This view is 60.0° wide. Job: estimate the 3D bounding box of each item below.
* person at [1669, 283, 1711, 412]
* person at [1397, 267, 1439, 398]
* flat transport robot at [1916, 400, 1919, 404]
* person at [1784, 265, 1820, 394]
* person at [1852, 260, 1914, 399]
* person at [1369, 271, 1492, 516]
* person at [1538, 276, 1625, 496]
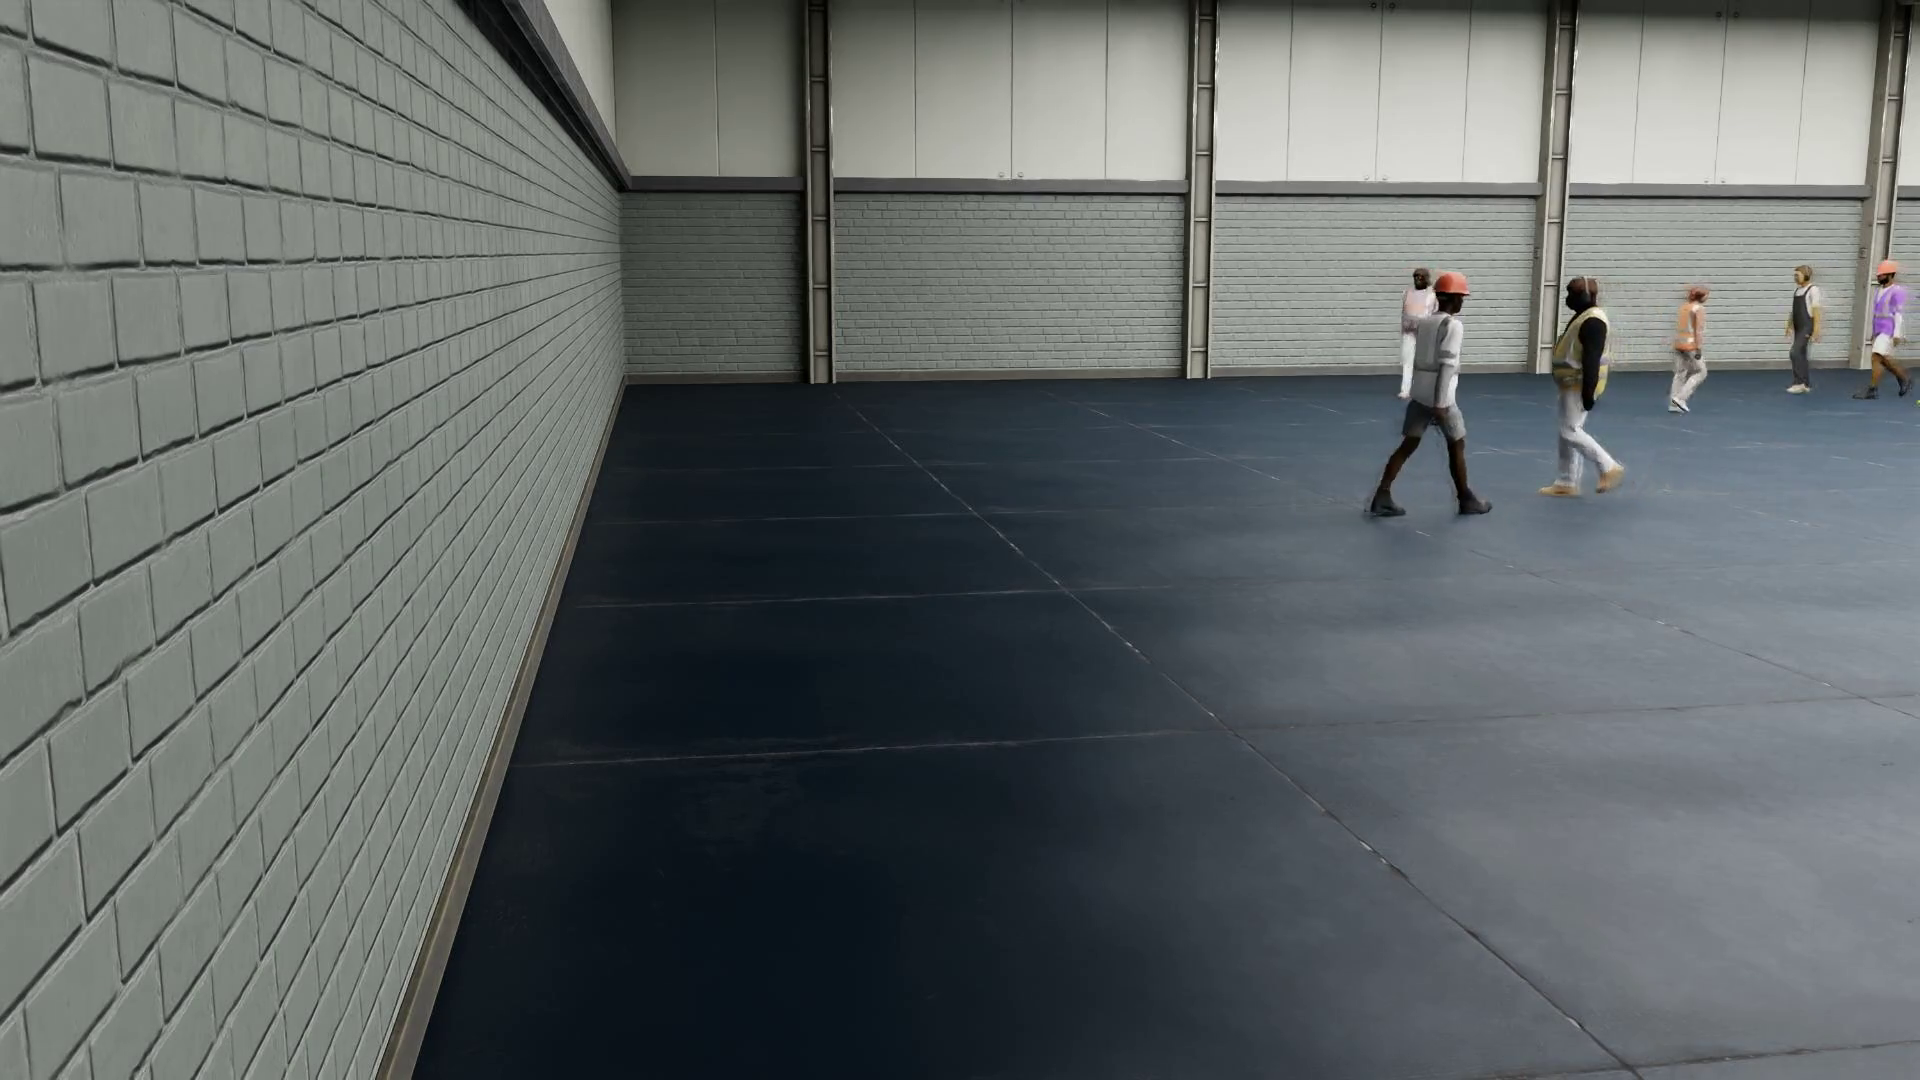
[{"bbox_3d":[9.108,-2.378,20.733,0.398,1.620,0.607,0,10,-1],"label":"person"},{"bbox_3d":[6.446,-2.894,23.184,0.633,1.812,0.901,8,13,40],"label":"person"},{"bbox_3d":[13.197,-1.870,21.698,1.431,0.197,0.652,-6,12,-32],"label":"flat transport robot"},{"bbox_3d":[11.876,-2.970,23.545,0.571,1.825,0.559,-1,10,-3],"label":"person"},{"bbox_3d":[12.722,-2.871,22.765,0.825,1.914,0.553,0,10,-2],"label":"person"},{"bbox_3d":[3.594,-1.103,12.686,1.011,1.882,0.567,-4,10,-20],"label":"person"},{"bbox_3d":[5.104,-1.242,13.604,0.538,1.826,0.633,2,10,11],"label":"person"}]
